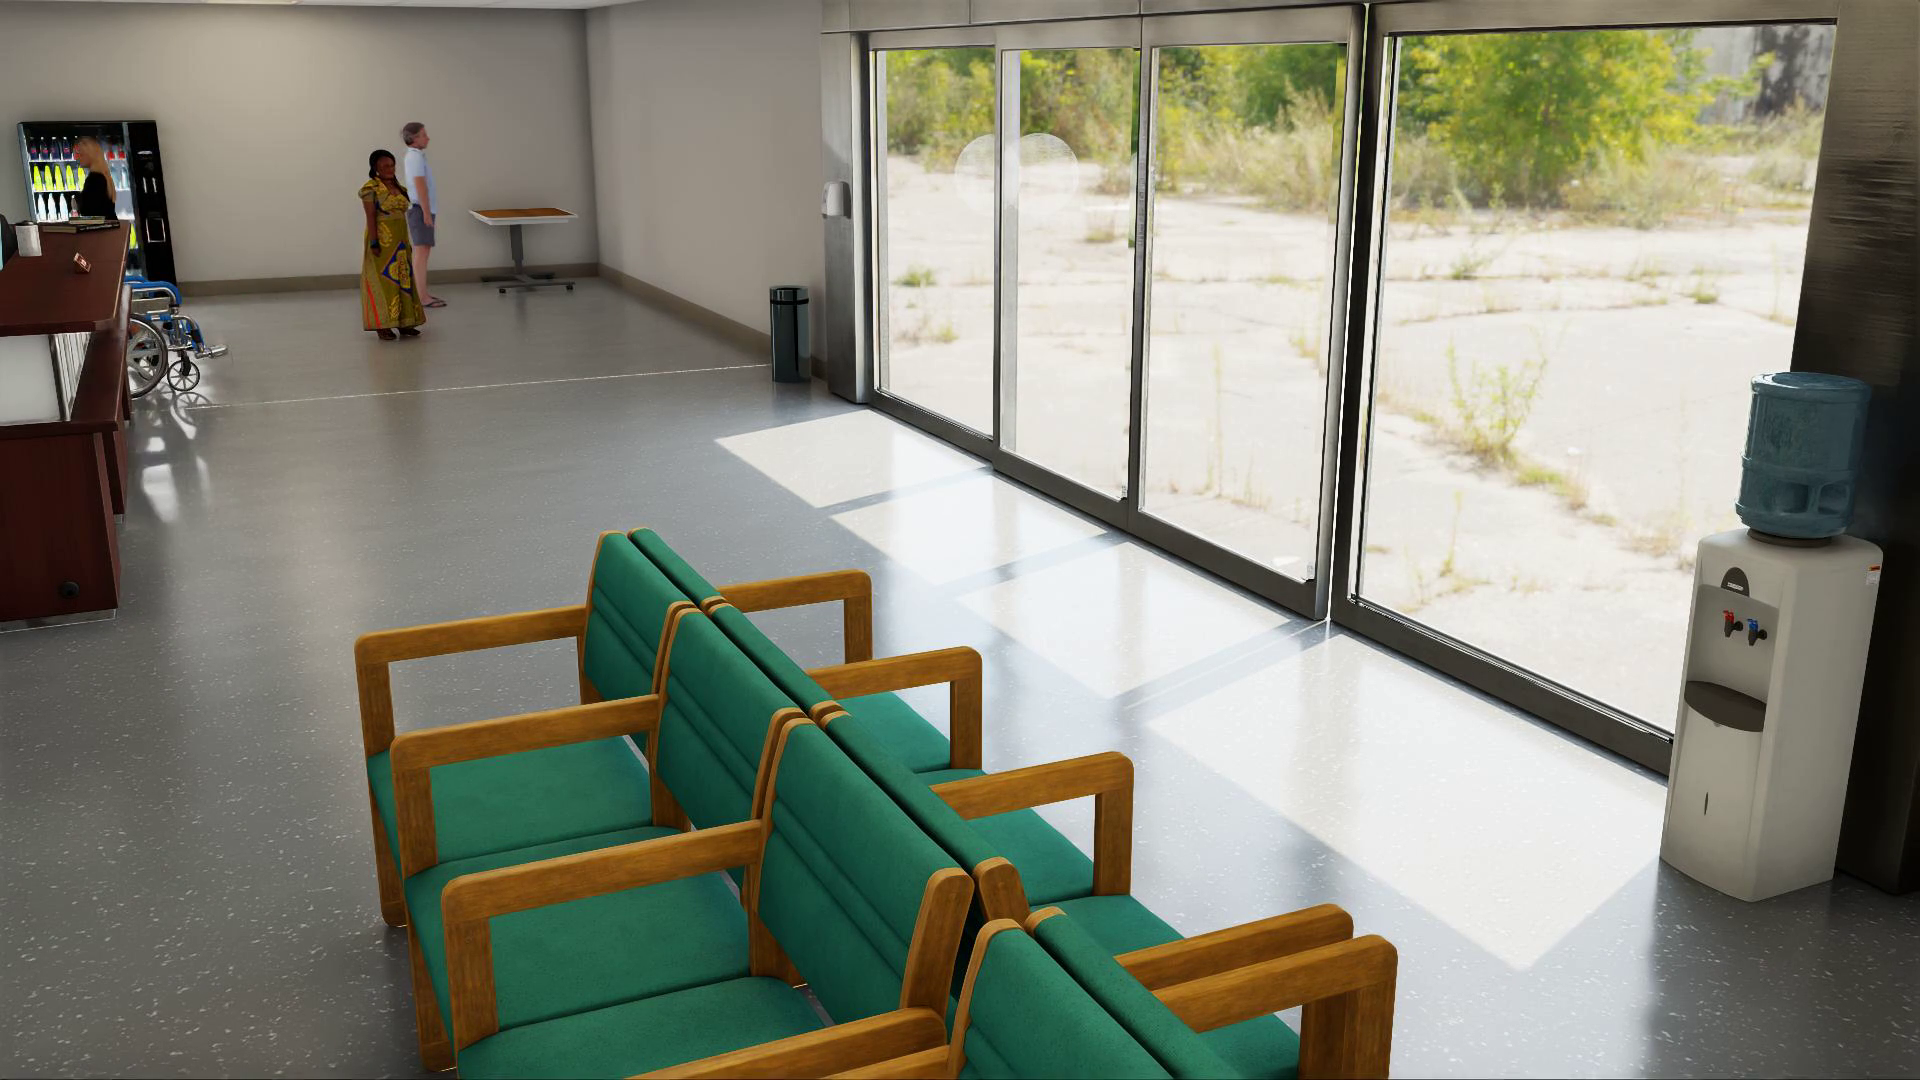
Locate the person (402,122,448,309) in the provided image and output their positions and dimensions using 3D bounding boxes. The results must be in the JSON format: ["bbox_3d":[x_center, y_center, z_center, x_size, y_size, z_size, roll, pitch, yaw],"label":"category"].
[{"bbox_3d":[-5.475,-3.302,16.868,0.571,1.831,0.677,-5,17,-18],"label":"person"}]

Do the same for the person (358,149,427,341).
[{"bbox_3d":[-5.103,-2.647,14.858,1.055,1.660,0.986,6,17,22],"label":"person"}]

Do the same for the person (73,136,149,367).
[{"bbox_3d":[-6.636,-2.248,13.145,0.684,1.821,0.707,-5,16,-16],"label":"person"}]
